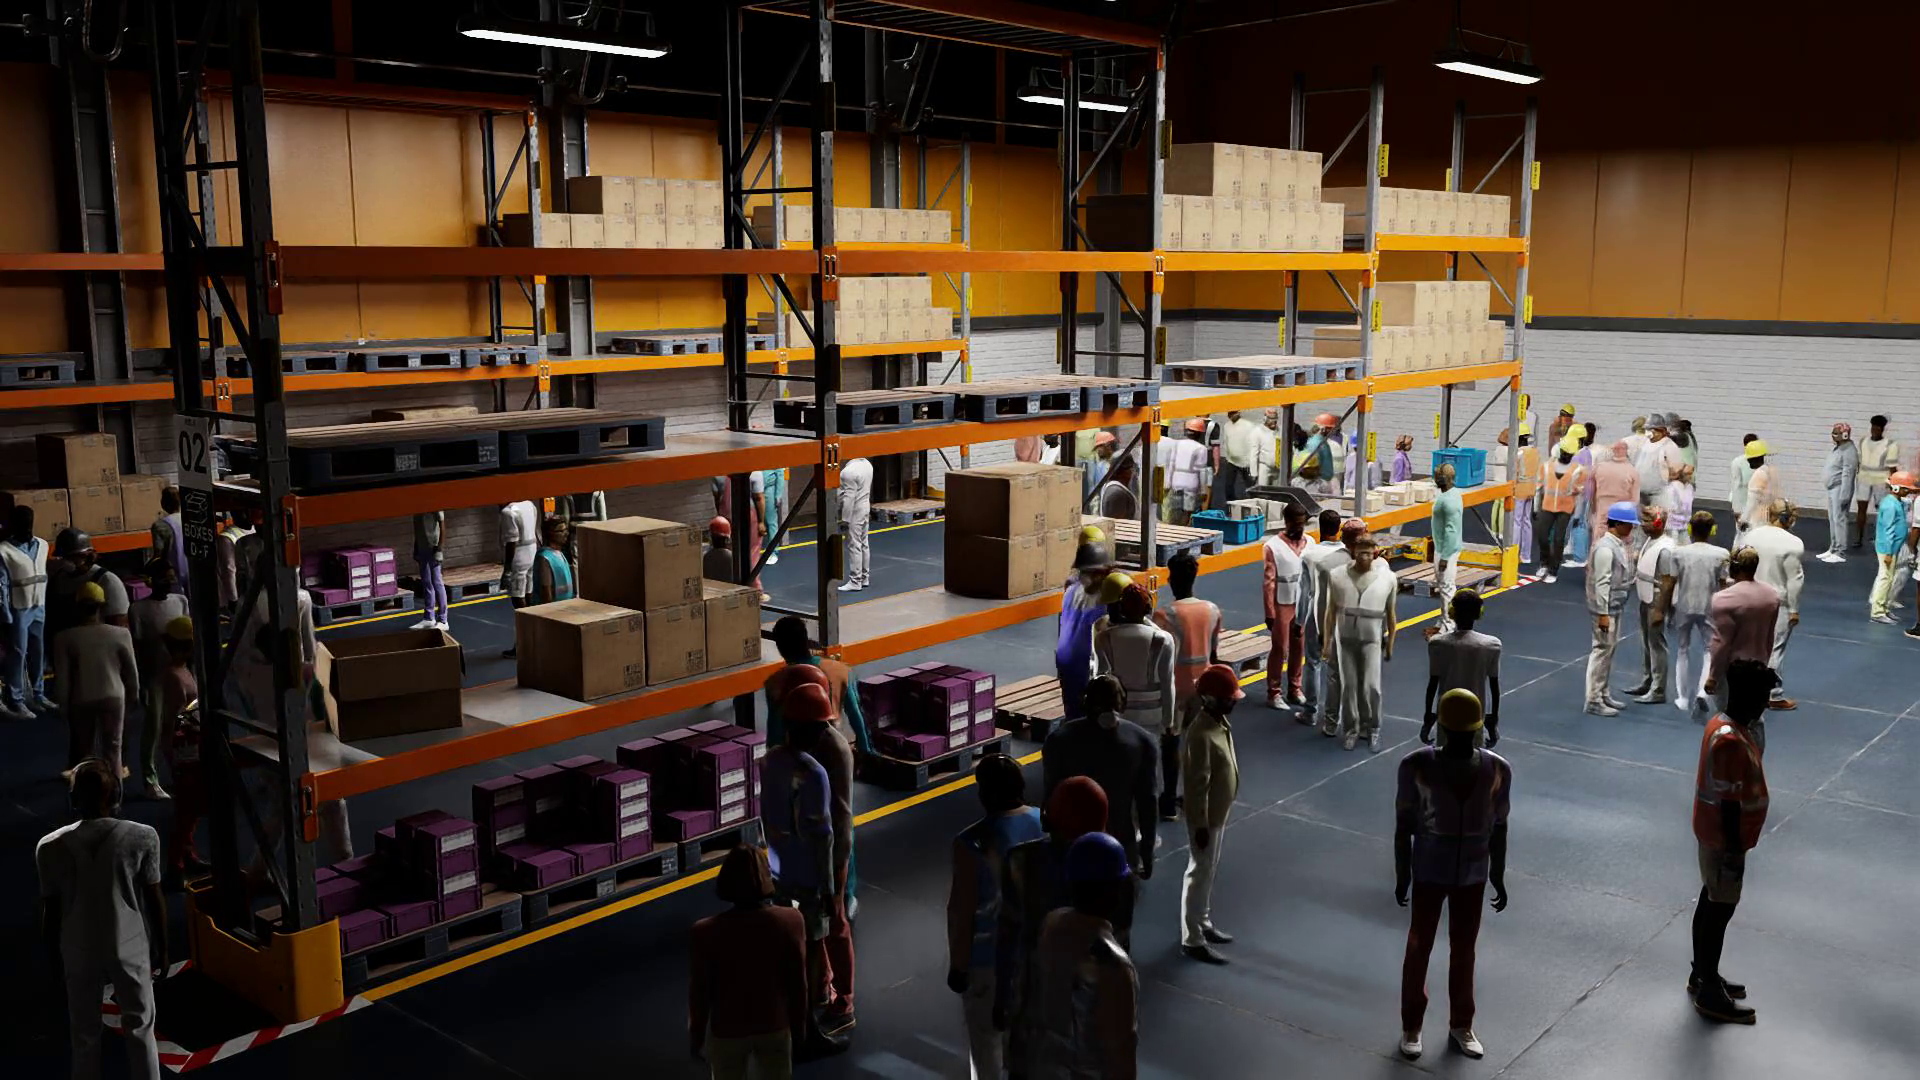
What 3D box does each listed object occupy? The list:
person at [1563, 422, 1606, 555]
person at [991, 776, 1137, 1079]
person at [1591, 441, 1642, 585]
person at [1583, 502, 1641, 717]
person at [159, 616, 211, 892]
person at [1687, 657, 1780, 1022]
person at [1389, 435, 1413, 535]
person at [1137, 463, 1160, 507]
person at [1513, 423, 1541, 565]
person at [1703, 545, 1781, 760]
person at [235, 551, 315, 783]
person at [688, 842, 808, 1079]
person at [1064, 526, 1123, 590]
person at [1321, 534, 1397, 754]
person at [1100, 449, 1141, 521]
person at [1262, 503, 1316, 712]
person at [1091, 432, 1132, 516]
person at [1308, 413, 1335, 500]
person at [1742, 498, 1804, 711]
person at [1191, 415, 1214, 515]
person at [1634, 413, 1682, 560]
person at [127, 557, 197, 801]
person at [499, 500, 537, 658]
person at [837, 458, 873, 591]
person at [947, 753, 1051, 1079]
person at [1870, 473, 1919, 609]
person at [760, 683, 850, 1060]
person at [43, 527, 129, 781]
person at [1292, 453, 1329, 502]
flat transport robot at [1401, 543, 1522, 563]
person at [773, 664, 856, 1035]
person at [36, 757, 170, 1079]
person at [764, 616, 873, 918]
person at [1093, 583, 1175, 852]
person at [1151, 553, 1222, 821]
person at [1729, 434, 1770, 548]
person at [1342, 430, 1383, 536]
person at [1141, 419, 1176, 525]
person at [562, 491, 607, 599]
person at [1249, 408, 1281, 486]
[{"bbox_3d":[8.762,-0.715,23.071,0.836,1.871,0.619,-2,10,-10],"label":"person"},{"bbox_3d":[0.384,1.929,6.896,0.670,2.005,0.469,5,11,29],"label":"person"},{"bbox_3d":[8.143,-0.309,20.708,0.633,1.852,0.959,7,12,37],"label":"person"},{"bbox_3d":[5.840,0.611,14.958,0.423,1.934,0.621,6,11,32],"label":"person"},{"bbox_3d":[-5.106,1.387,10.898,0.417,1.744,0.628,-4,10,-25],"label":"person"},{"bbox_3d":[4.169,1.594,9.009,0.374,1.959,0.603,3,10,18],"label":"person"},{"bbox_3d":[6.243,-0.680,23.571,0.319,1.631,0.524,3,10,17],"label":"person"},{"bbox_3d":[2.792,-0.837,24.547,0.455,1.605,0.526,2,10,12],"label":"person"},{"bbox_3d":[7.518,-0.615,22.334,0.592,1.917,0.402,-6,11,-34],"label":"person"},{"bbox_3d":[5.914,0.996,12.641,0.629,1.940,0.379,-4,10,-24],"label":"person"},{"bbox_3d":[-5.281,0.997,12.859,0.592,1.861,0.474,-6,11,-32],"label":"person"},{"bbox_3d":[-0.897,2.086,7.076,0.511,1.626,0.282,-3,10,-19],"label":"person"},{"bbox_3d":[1.075,0.844,13.582,0.585,1.927,0.366,-6,11,-33],"label":"person"},{"bbox_3d":[3.300,0.857,13.793,0.584,1.827,0.543,3,10,17],"label":"person"},{"bbox_3d":[1.796,0.023,18.150,0.537,2.000,0.682,0,10,-1],"label":"person"},{"bbox_3d":[2.980,0.598,15.119,0.603,1.906,0.399,-6,11,-33],"label":"person"},{"bbox_3d":[1.891,-0.319,20.369,0.435,1.991,0.711,-6,11,-32],"label":"person"},{"bbox_3d":[5.017,-0.766,23.047,0.416,1.985,0.620,5,11,27],"label":"person"},{"bbox_3d":[7.384,0.580,15.147,0.379,1.933,0.629,-4,10,-20],"label":"person"},{"bbox_3d":[3.834,-1.300,26.390,0.385,1.929,0.543,-3,10,-18],"label":"person"},{"bbox_3d":[9.319,-0.696,22.442,0.535,2.000,0.687,-4,10,-21],"label":"person"},{"bbox_3d":[-6.034,1.042,12.626,0.330,1.861,0.506,5,11,28],"label":"person"},{"bbox_3d":[-4.546,0.234,17.105,0.373,1.966,0.607,2,10,11],"label":"person"},{"bbox_3d":[-1.321,-0.322,20.592,0.409,1.913,0.642,3,10,18],"label":"person"},{"bbox_3d":[0.186,1.881,7.691,0.619,1.836,0.430,-8,13,-41],"label":"person"},{"bbox_3d":[10.984,0.014,19.473,0.489,1.599,0.532,5,11,26],"label":"person"},{"bbox_3d":[-0.791,1.683,8.551,0.377,1.932,0.552,-7,12,-36],"label":"person"},{"bbox_3d":[-6.834,0.896,12.937,0.681,2.000,0.537,3,10,16],"label":"person"},{"bbox_3d":[4.252,-0.196,20.350,0.487,1.741,0.313,5,11,28],"label":"person"},{"bbox_3d":[6.780,0.176,22.505,1.431,0.197,0.652,8,12,39],"label":"flat transport robot"},{"bbox_3d":[-0.780,1.620,8.789,0.409,1.986,0.620,-6,11,-33],"label":"person"},{"bbox_3d":[-3.891,1.893,7.601,0.505,1.838,0.348,-4,10,-20],"label":"person"},{"bbox_3d":[-0.876,1.394,10.457,0.821,1.875,0.766,-6,11,-31],"label":"person"},{"bbox_3d":[1.199,1.223,11.478,0.575,1.880,0.358,3,10,19],"label":"person"},{"bbox_3d":[1.623,1.068,12.154,0.601,1.961,0.364,-6,11,-32],"label":"person"},{"bbox_3d":[10.176,-0.461,21.565,0.672,1.873,0.466,-5,11,-27],"label":"person"},{"bbox_3d":[5.209,-0.488,21.580,0.588,1.918,0.811,-5,11,-26],"label":"person"},{"bbox_3d":[2.851,-0.826,23.586,0.587,1.920,0.396,5,11,27],"label":"person"},{"bbox_3d":[-4.500,-0.083,19.967,0.514,1.645,0.308,-2,10,-9],"label":"person"},{"bbox_3d":[4.631,-1.037,24.923,0.652,1.896,0.402,-5,11,-30],"label":"person"}]
